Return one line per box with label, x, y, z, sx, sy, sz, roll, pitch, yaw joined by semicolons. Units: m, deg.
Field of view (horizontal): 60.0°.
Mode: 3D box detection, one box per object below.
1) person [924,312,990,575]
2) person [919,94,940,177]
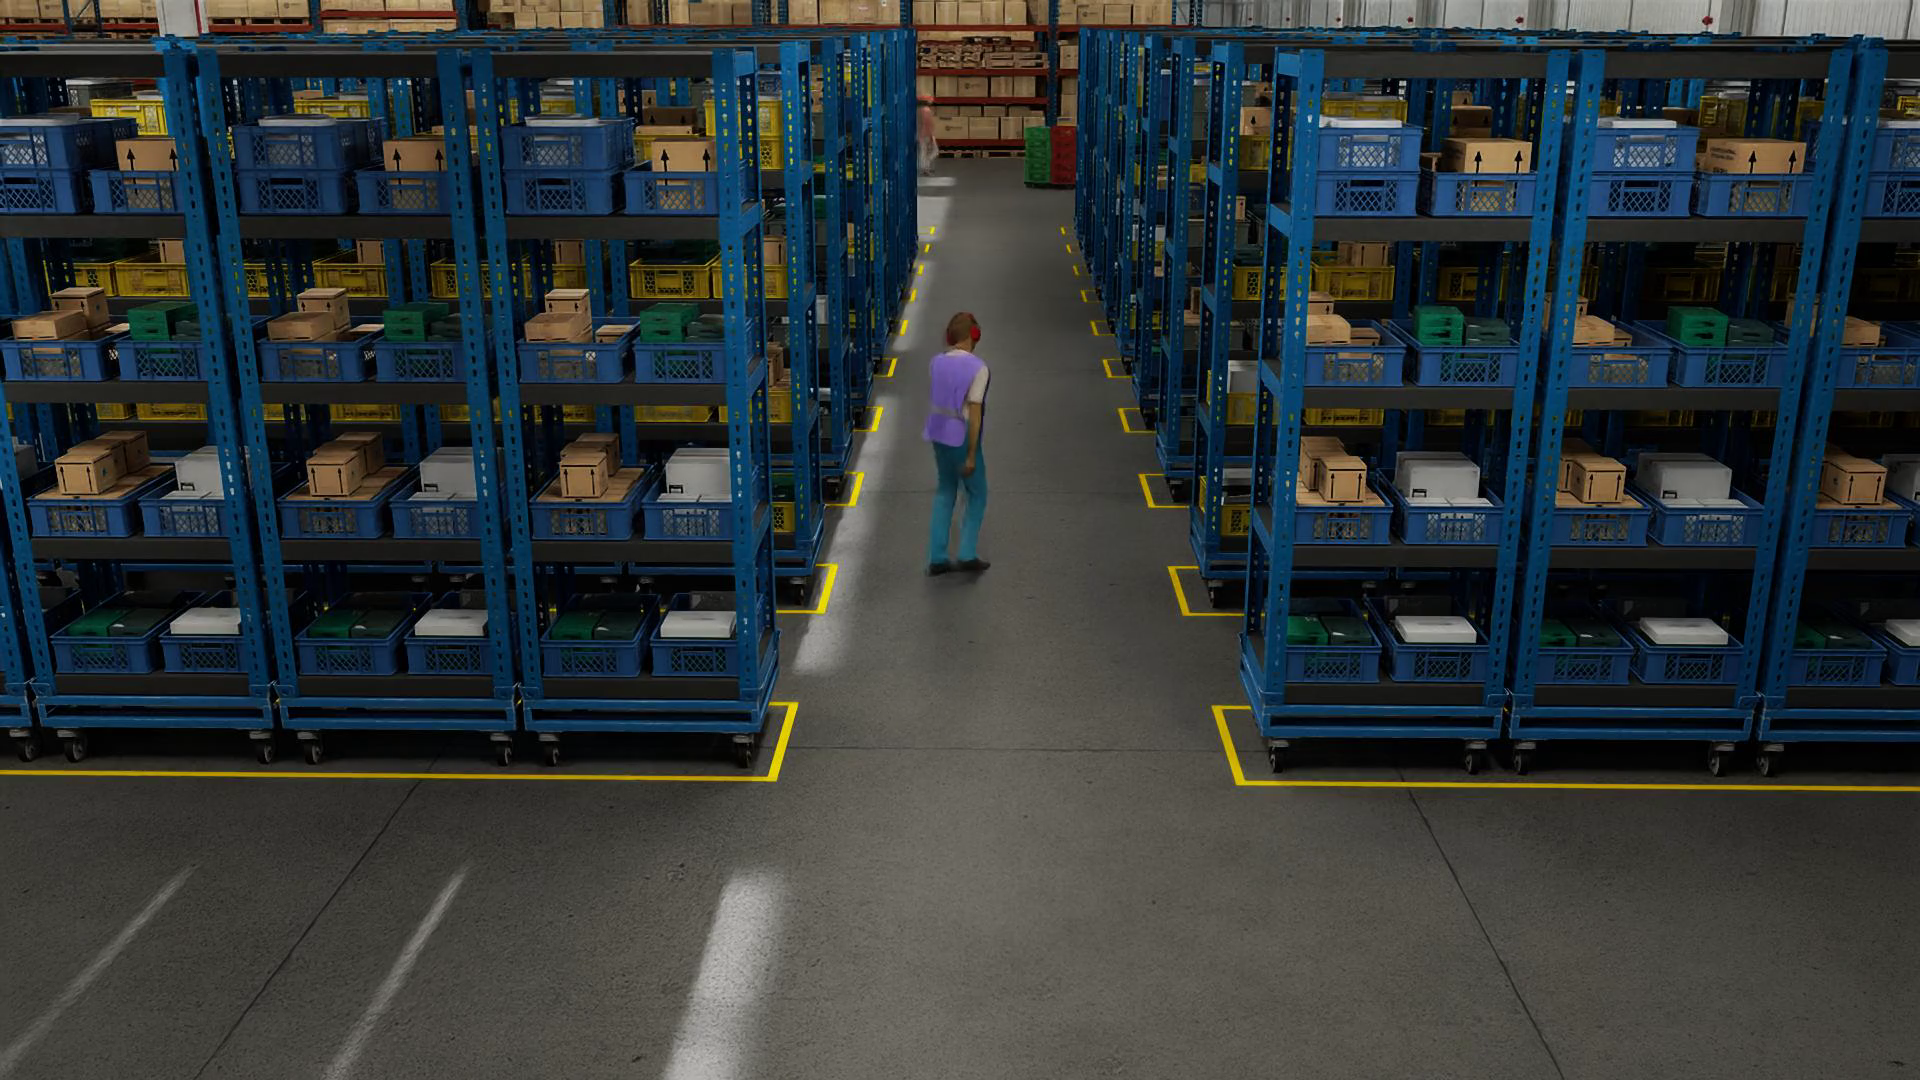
person;-0.043;-0.649;11.468;0.549;1.803;0.580;-17;24;-42
person;-0.756;-9.854;40.524;0.614;1.972;0.642;-9;19;-26
